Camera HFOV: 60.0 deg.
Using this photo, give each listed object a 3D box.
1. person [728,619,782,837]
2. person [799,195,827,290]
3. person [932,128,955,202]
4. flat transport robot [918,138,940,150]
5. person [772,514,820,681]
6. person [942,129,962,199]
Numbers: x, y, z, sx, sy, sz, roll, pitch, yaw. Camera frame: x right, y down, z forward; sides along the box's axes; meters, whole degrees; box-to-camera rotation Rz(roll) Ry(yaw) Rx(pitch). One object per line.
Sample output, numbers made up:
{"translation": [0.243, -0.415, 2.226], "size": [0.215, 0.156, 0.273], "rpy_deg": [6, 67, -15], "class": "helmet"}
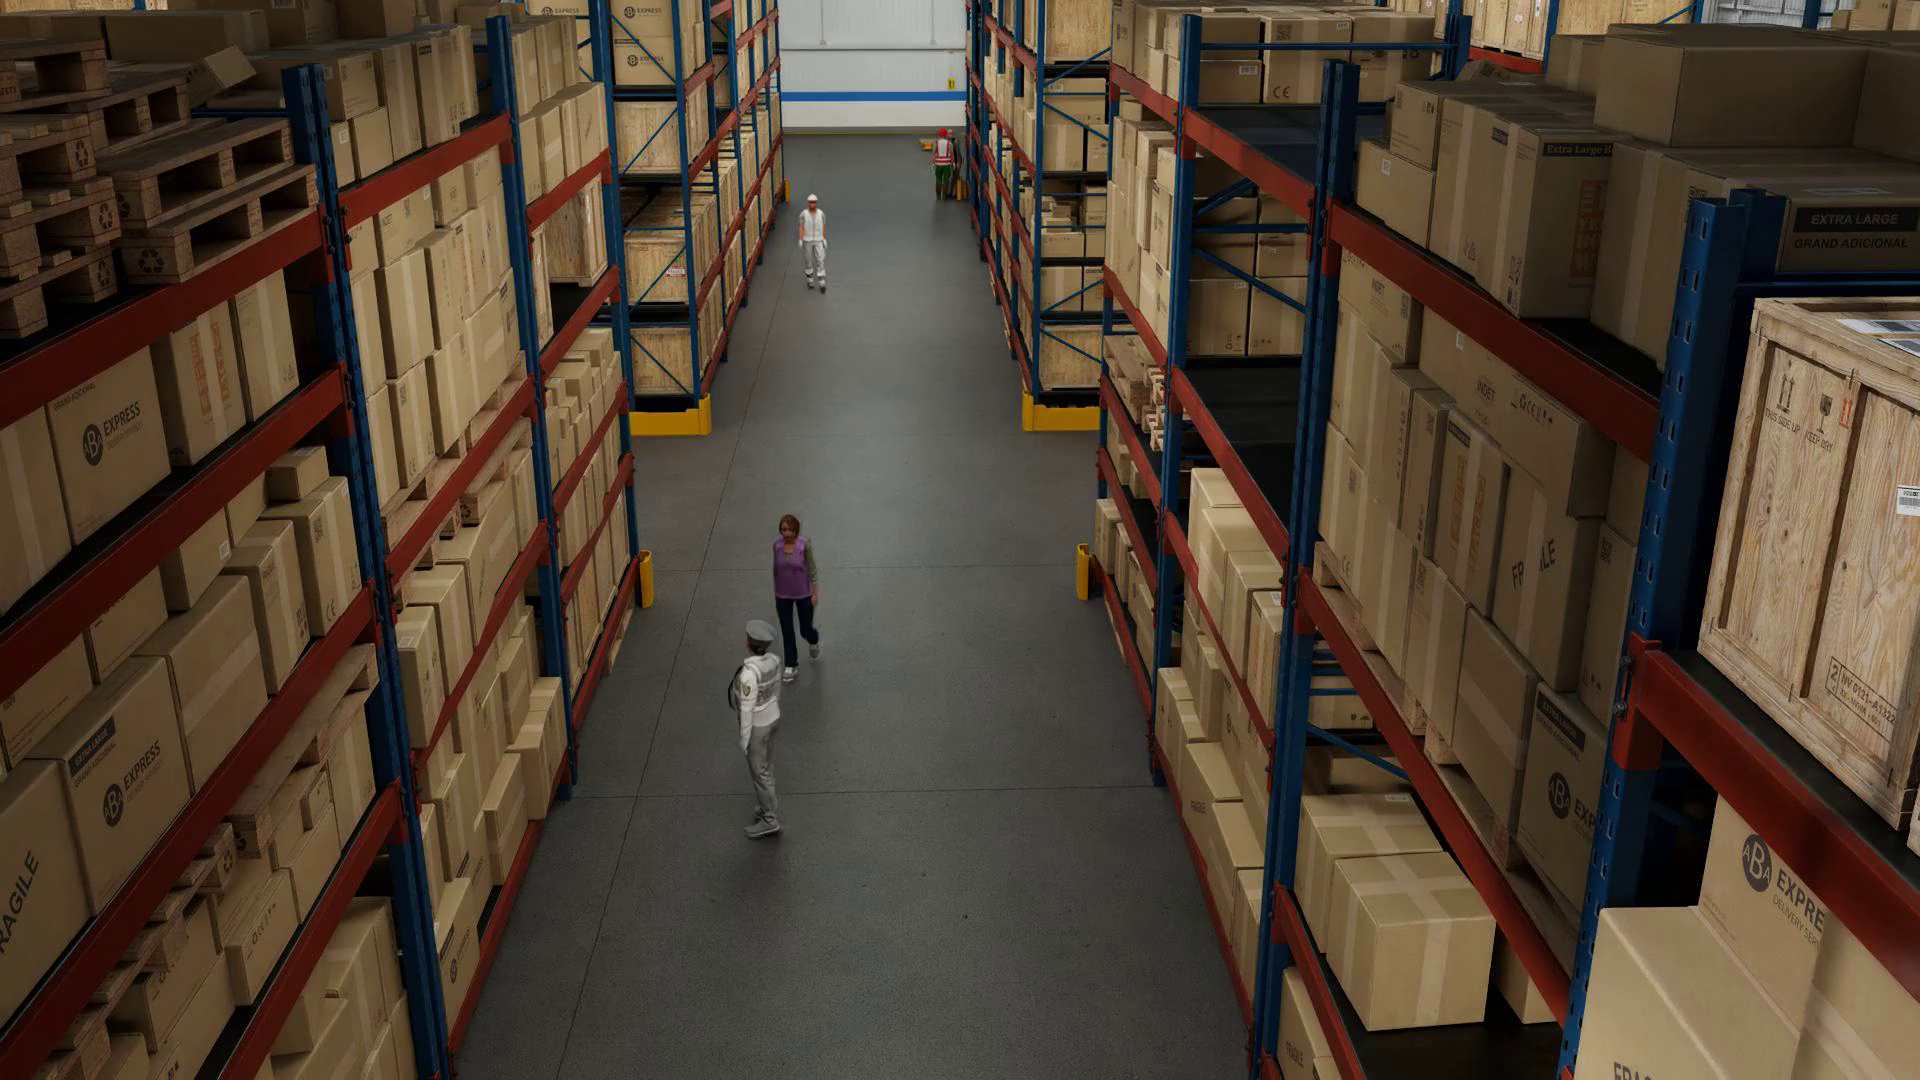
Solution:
{"translation": [-1.534, 1.432, 12.746], "size": [0.388, 1.688, 0.507], "rpy_deg": [8, 22, 20], "class": "person"}
{"translation": [-2.785, -5.640, 31.564], "size": [0.541, 1.774, 0.797], "rpy_deg": [-4, 21, -11], "class": "person"}
{"translation": [-0.393, -9.427, 41.692], "size": [0.571, 1.784, 0.587], "rpy_deg": [2, 21, 7], "class": "person"}
{"translation": [-0.893, -12.264, 51.588], "size": [0.659, 0.255, 1.431], "rpy_deg": [-3, 21, -7], "class": "flat transport robot"}
{"translation": [-1.507, 0.490, 15.393], "size": [0.426, 1.602, 0.547], "rpy_deg": [3, 21, 9], "class": "person"}
{"translation": [-0.198, -9.535, 42.104], "size": [0.753, 1.708, 0.623], "rpy_deg": [-11, 23, -26], "class": "person"}
